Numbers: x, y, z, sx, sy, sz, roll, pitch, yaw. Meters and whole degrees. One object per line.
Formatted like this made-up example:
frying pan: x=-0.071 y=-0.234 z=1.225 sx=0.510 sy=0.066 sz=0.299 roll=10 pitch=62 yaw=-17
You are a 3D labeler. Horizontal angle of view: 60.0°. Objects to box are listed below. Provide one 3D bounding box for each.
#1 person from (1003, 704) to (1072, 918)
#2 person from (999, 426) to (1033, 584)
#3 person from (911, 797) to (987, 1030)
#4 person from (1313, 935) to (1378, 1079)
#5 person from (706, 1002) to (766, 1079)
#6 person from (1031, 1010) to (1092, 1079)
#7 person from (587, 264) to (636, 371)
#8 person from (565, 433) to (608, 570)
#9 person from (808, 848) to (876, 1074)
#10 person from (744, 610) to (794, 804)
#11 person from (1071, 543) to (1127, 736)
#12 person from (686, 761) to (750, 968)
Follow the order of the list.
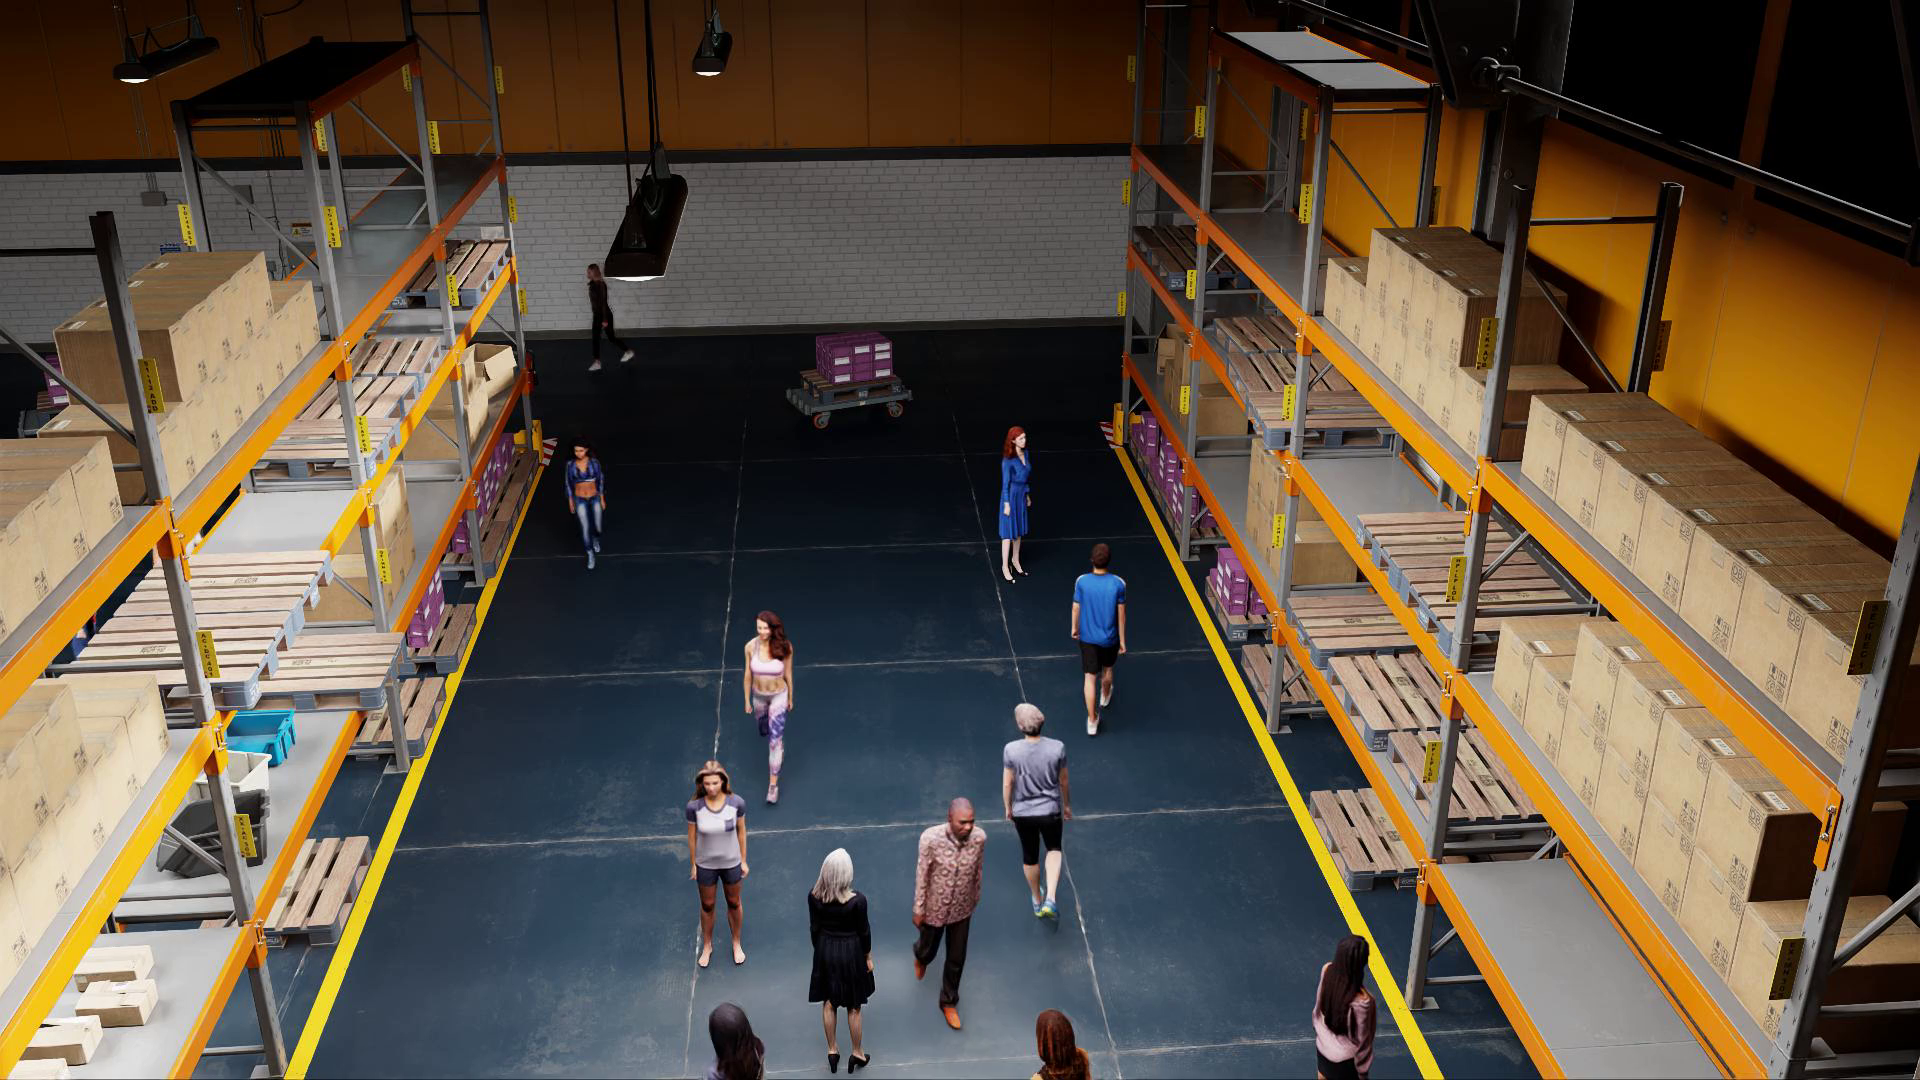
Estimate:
person: x=0.591 y=2.150 z=12.767 sx=0.750 sy=1.863 sz=0.848 roll=2 pitch=24 yaw=5
person: x=0.619 y=-0.413 z=18.672 sx=0.770 sy=1.829 sz=0.706 roll=18 pitch=29 yaw=35
person: x=-0.117 y=2.571 z=11.912 sx=0.802 sy=1.775 sz=1.017 roll=-4 pitch=24 yaw=-10
person: x=2.365 y=3.226 z=10.370 sx=0.756 sy=1.810 sz=0.607 roll=-12 pitch=26 yaw=-25
person: x=-1.348 y=3.469 z=9.940 sx=0.751 sy=1.709 sz=0.677 roll=19 pitch=30 yaw=37
person: x=0.664 y=3.566 z=9.608 sx=0.997 sy=1.797 sz=1.132 roll=-17 pitch=29 yaw=-33
person: x=-5.484 y=-3.471 z=25.865 sx=1.055 sy=1.671 sz=1.052 roll=-17 pitch=29 yaw=-34
person: x=-4.266 y=-0.462 z=19.057 sx=0.650 sy=1.611 sz=0.692 roll=-4 pitch=24 yaw=-9
person: x=-0.809 y=2.853 z=11.305 sx=0.669 sy=1.746 sz=0.662 roll=5 pitch=24 yaw=12
person: x=-1.657 y=1.385 z=14.671 sx=0.726 sy=1.739 sz=1.170 roll=2 pitch=24 yaw=5
person: x=1.287 y=0.950 z=15.549 sx=0.833 sy=1.832 sz=1.154 roll=3 pitch=24 yaw=6
person: x=-1.796 y=2.388 z=12.386 sx=0.585 sy=1.732 sz=0.532 roll=-2 pitch=24 yaw=-6
